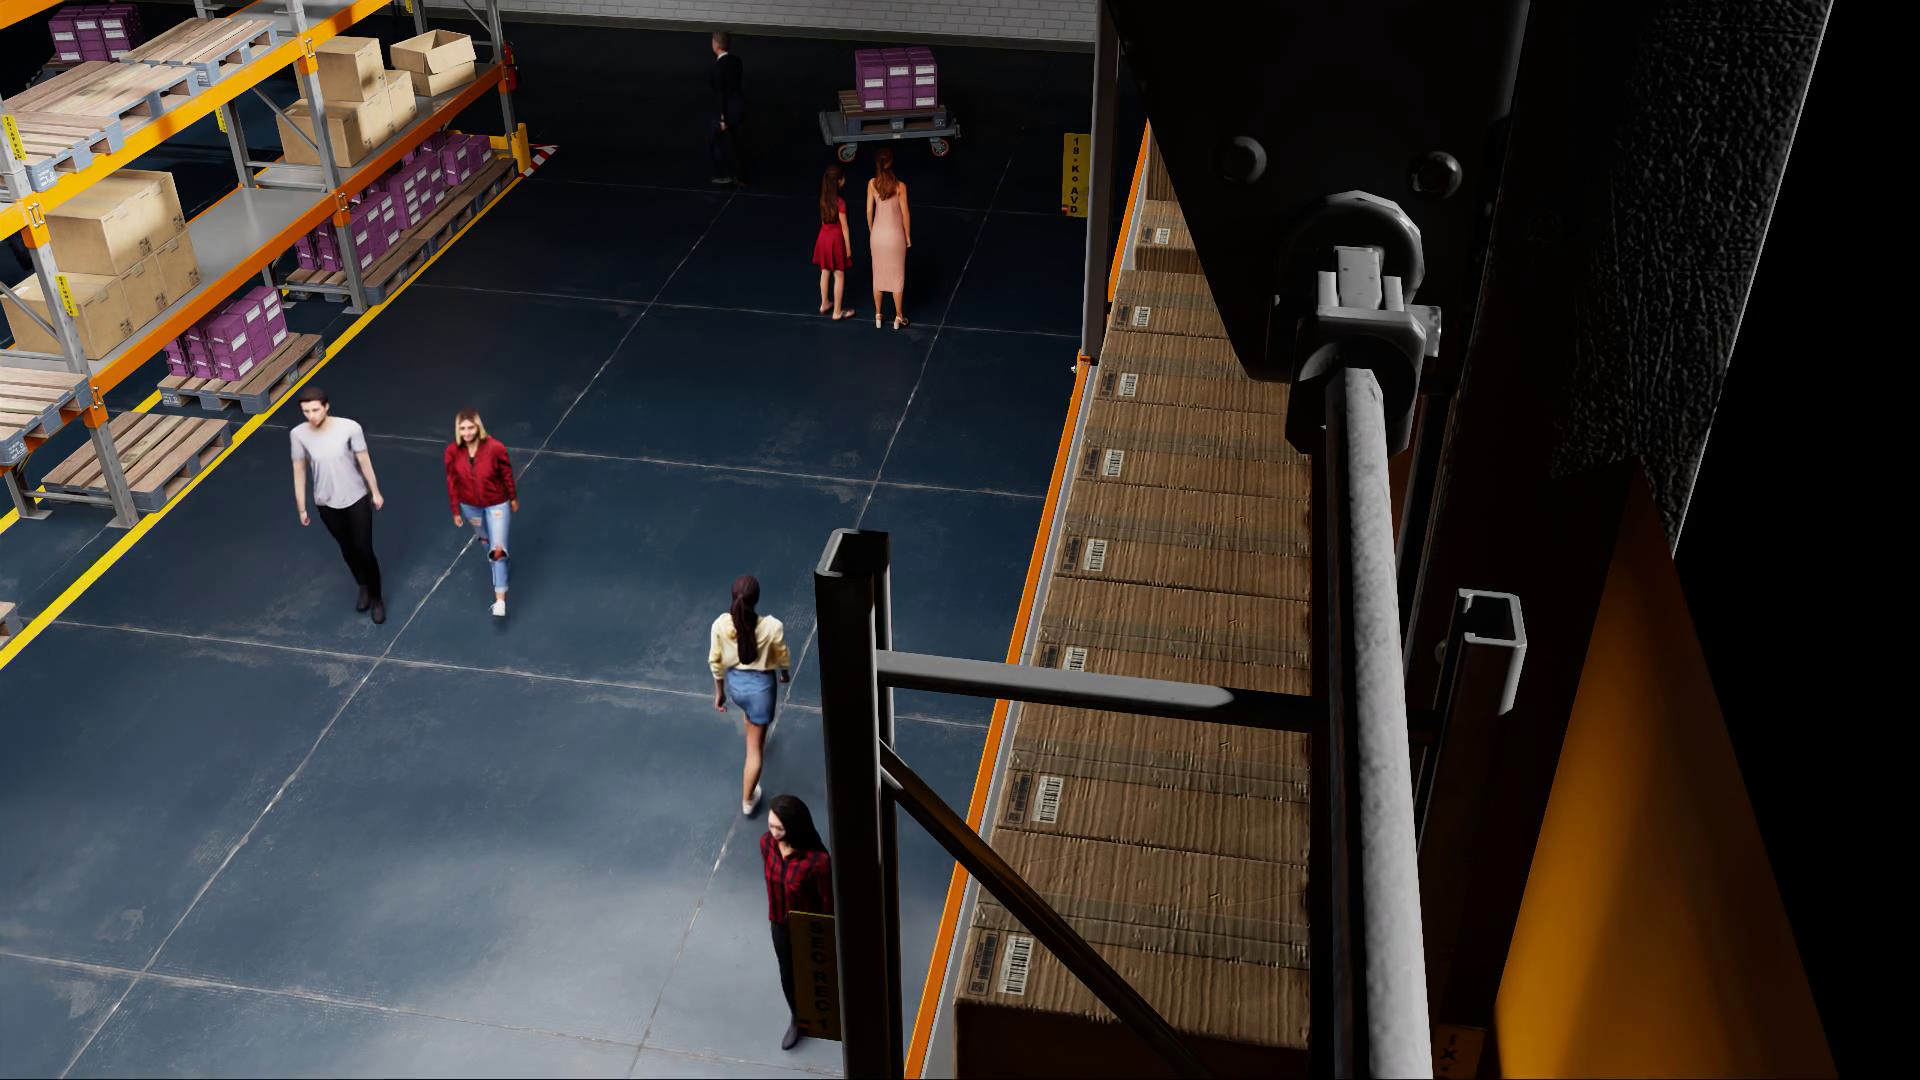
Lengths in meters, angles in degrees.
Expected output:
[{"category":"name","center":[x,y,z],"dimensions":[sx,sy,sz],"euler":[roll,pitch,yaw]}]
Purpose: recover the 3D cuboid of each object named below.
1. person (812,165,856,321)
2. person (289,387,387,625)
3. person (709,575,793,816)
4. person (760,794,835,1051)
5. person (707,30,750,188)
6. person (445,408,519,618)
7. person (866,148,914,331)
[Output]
[{"category":"person","center":[-1.239,-2.930,16.316],"dimensions":[0.744,1.549,0.686],"euler":[-27,42,-34]},{"category":"person","center":[-4.486,-0.334,12.136],"dimensions":[0.837,1.852,0.876],"euler":[-4,34,-6]},{"category":"person","center":[-1.308,1.007,10.364],"dimensions":[0.618,1.581,1.079],"euler":[5,34,8]},{"category":"person","center":[-0.812,1.945,8.908],"dimensions":[0.765,1.631,1.046],"euler":[15,36,21]},{"category":"person","center":[-2.585,-4.922,19.085],"dimensions":[0.863,1.801,0.760],"euler":[21,39,29]},{"category":"person","center":[-3.497,-0.275,12.291],"dimensions":[0.776,1.582,1.125],"euler":[-1,34,-2]},{"category":"person","center":[-0.693,-2.896,16.010],"dimensions":[0.612,1.832,0.546],"euler":[10,35,15]}]
